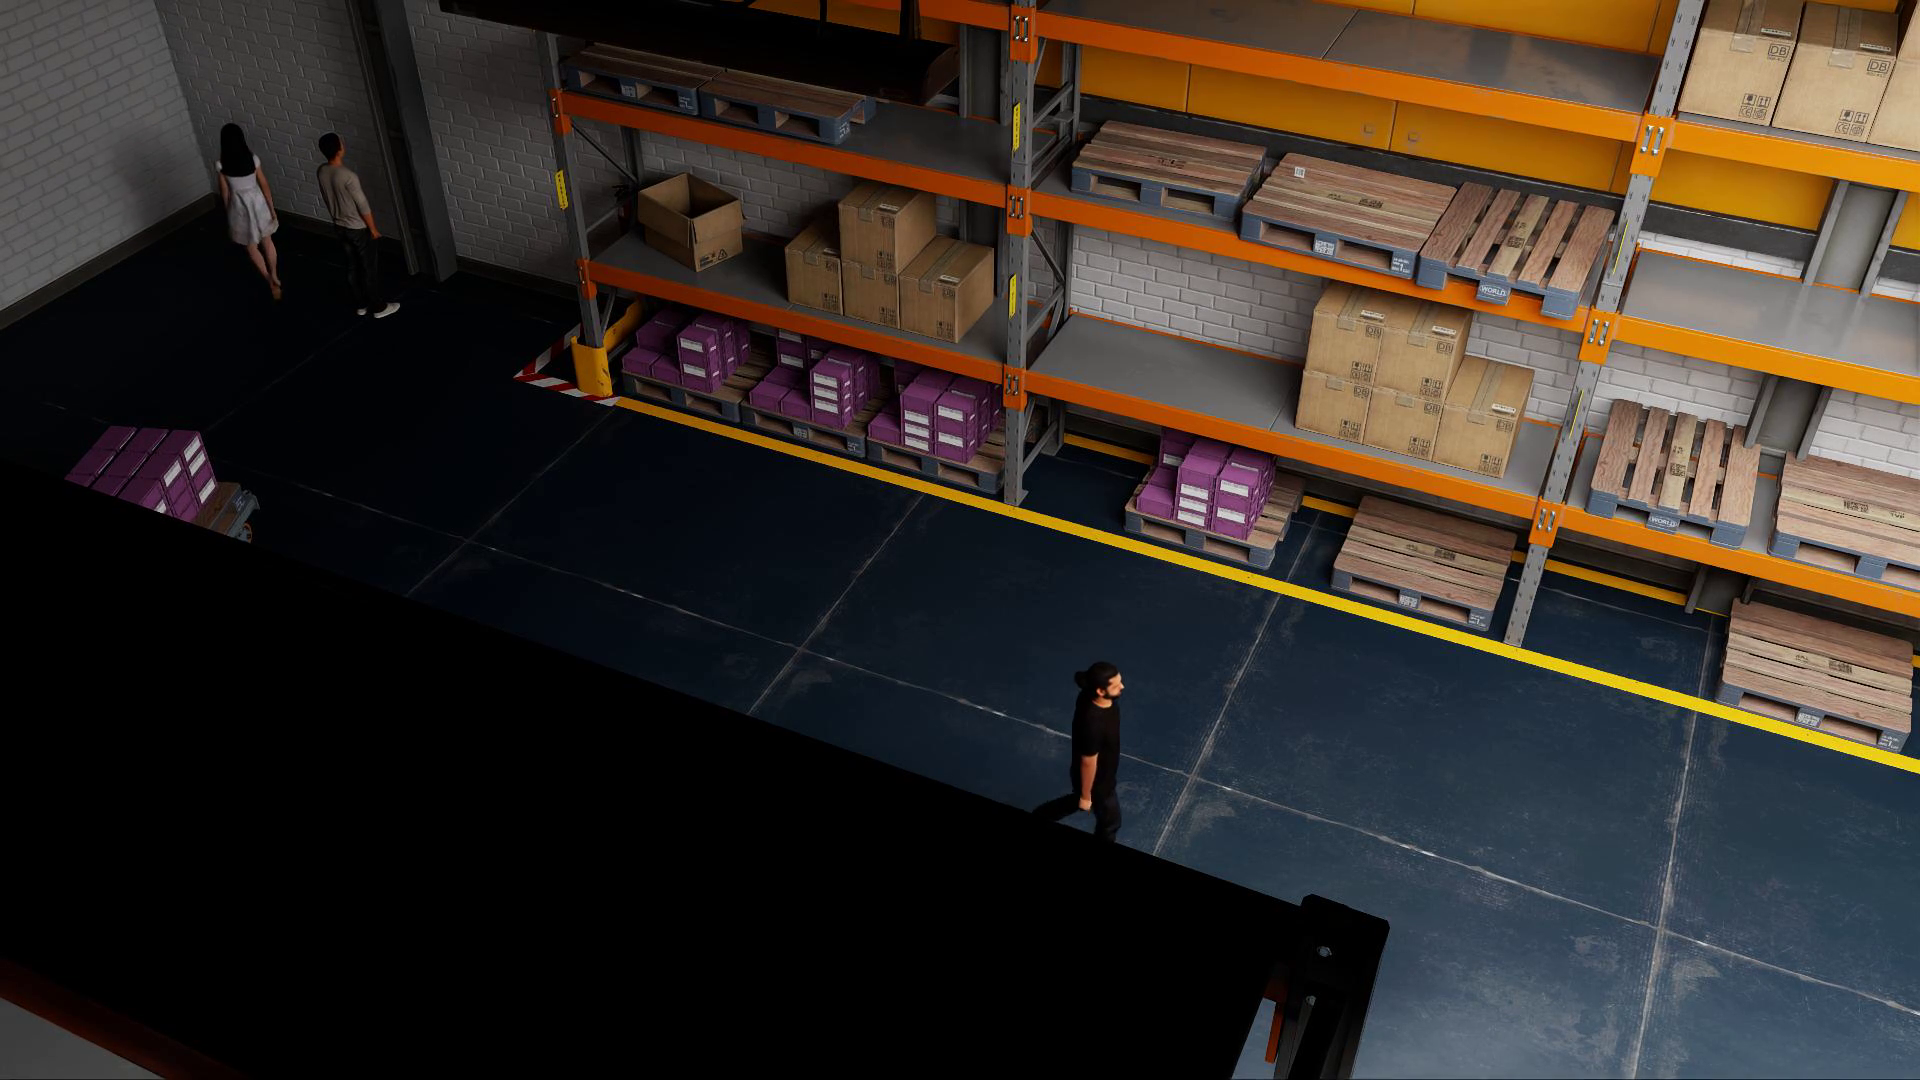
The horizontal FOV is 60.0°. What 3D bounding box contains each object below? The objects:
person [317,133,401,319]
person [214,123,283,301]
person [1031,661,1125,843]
[{"bbox_3d":[-5.589,-2.882,15.281,0.465,1.812,0.693,16,41,19],"label":"person"},{"bbox_3d":[-6.578,-2.987,15.460,0.970,1.754,1.094,-18,42,-21],"label":"person"},{"bbox_3d":[0.727,1.384,10.002,1.129,1.735,0.822,6,39,7],"label":"person"}]
